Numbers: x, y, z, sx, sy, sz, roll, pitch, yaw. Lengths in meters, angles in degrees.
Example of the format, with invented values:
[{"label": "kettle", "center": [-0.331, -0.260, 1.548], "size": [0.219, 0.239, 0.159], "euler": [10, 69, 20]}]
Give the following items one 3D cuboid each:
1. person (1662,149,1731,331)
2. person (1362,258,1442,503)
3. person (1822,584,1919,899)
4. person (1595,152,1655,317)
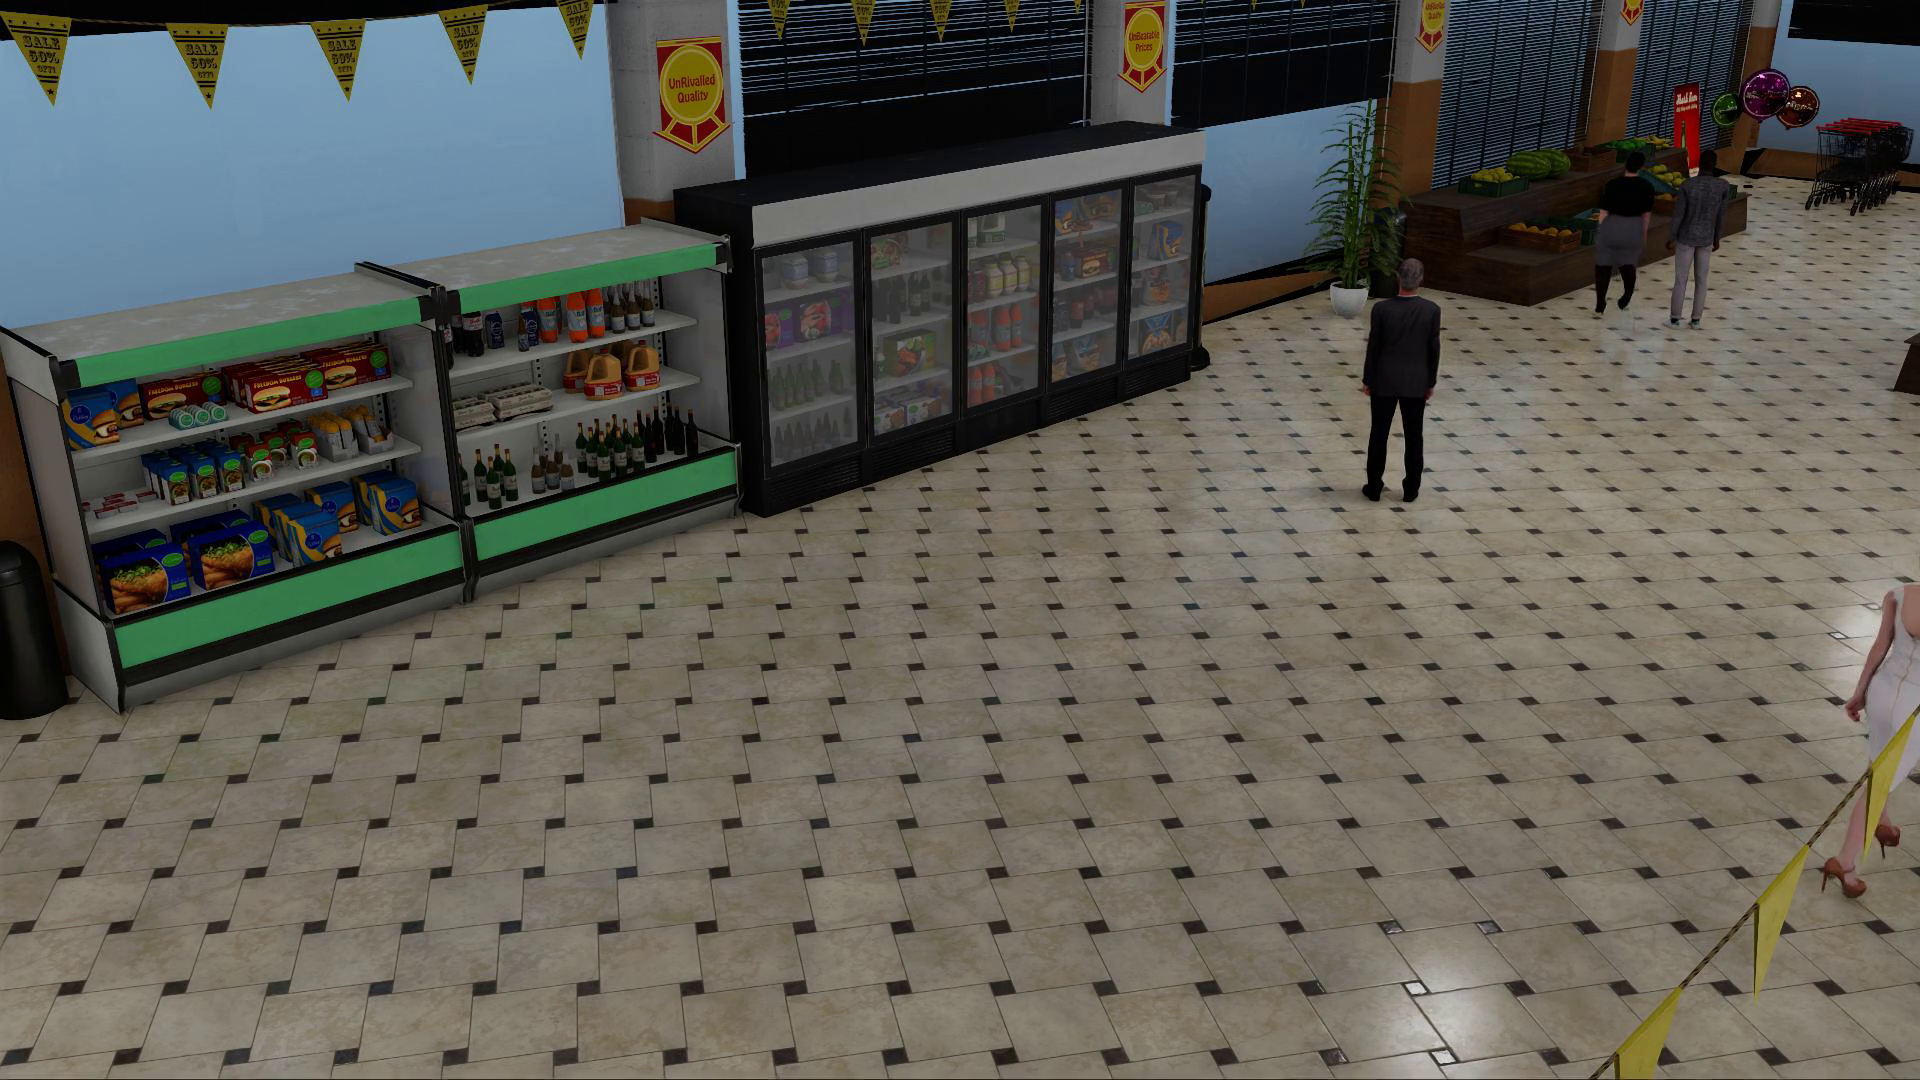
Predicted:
[{"label": "person", "center": [7.555, -3.081, 17.076], "size": [0.754, 1.839, 0.785], "euler": [2, 22, 5]}, {"label": "person", "center": [3.268, -1.185, 12.353], "size": [0.800, 1.841, 0.827], "euler": [3, 22, 7]}, {"label": "person", "center": [4.195, 0.812, 7.500], "size": [0.978, 1.754, 0.743], "euler": [-11, 24, -25]}, {"label": "person", "center": [6.937, -3.151, 17.387], "size": [0.984, 1.735, 1.101], "euler": [3, 22, 8]}]
